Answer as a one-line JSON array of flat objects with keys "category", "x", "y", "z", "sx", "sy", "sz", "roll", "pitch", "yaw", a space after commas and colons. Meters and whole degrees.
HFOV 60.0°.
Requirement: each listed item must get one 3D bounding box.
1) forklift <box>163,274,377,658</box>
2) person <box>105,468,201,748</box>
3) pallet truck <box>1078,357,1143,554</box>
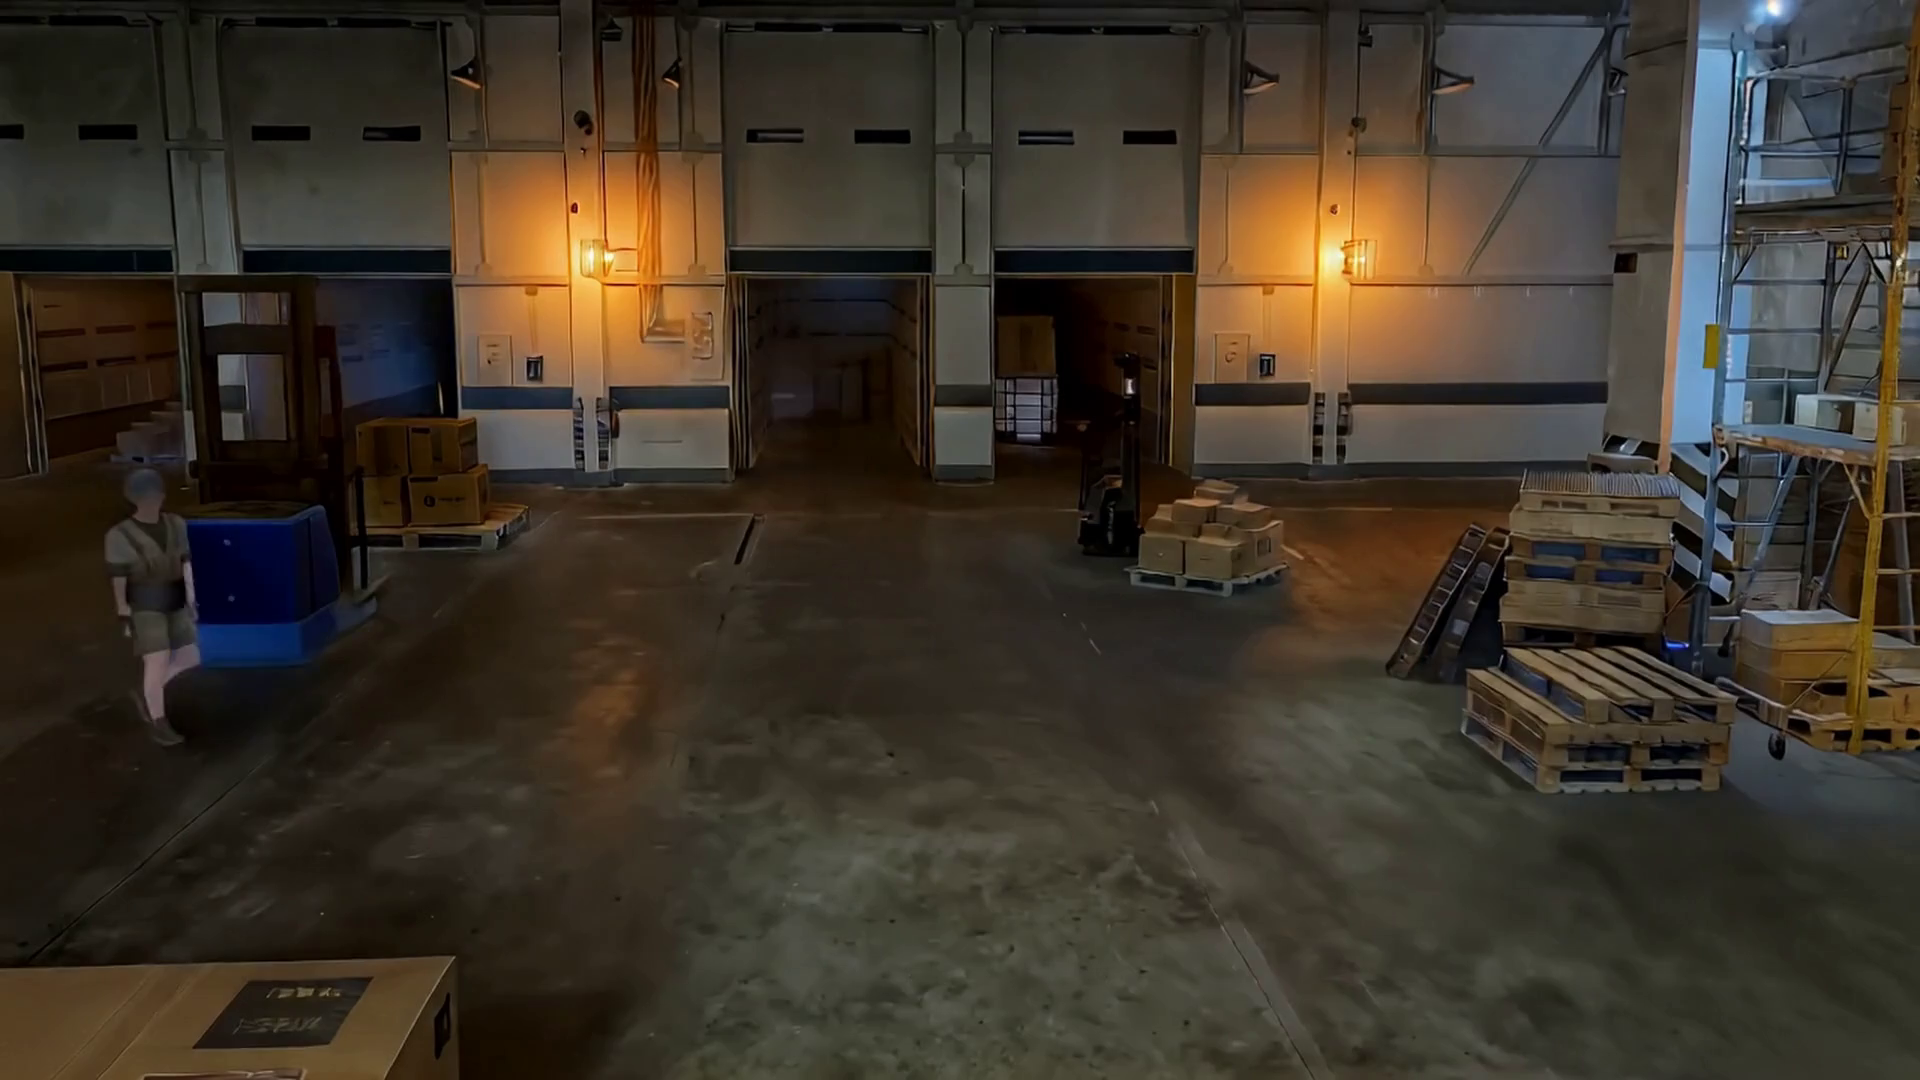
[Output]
[{"category": "forklift", "x": -5.348, "y": -0.627, "z": 12.681, "sx": 1.129, "sy": 2.768, "sz": 1.873, "roll": -1, "pitch": 9, "yaw": -4}, {"category": "person", "x": -4.871, "y": 0.395, "z": 10.014, "sx": 0.499, "sy": 1.682, "sz": 0.550, "roll": 4, "pitch": 10, "yaw": 24}, {"category": "pallet truck", "x": 2.088, "y": -0.836, "z": 16.757, "sx": 1.885, "sy": 1.965, "sz": 0.823, "roll": 2, "pitch": 9, "yaw": 13}]
